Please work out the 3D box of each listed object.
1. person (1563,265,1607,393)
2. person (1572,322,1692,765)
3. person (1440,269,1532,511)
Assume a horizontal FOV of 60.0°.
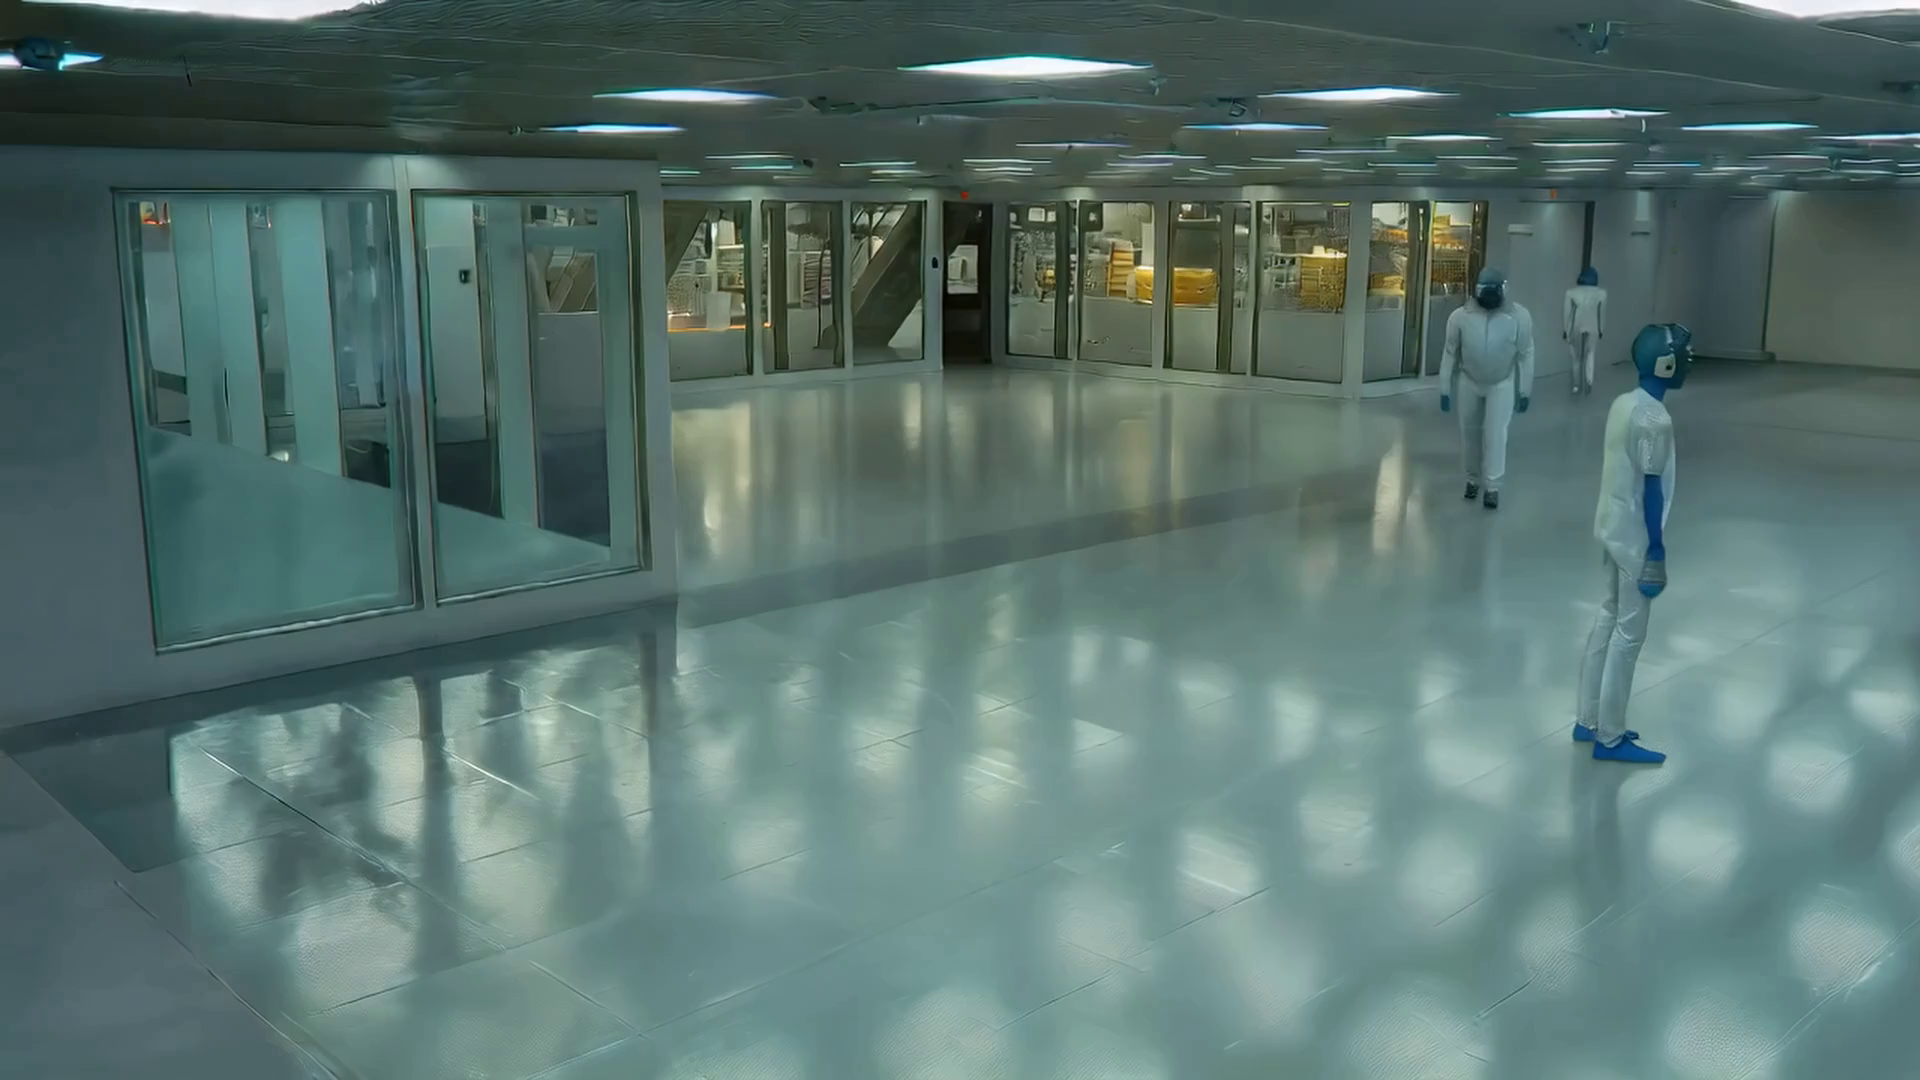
[{"bbox_3d":[7.846,-2.636,20.901,0.502,1.618,0.524,3,12,13],"label":"person"},{"bbox_3d":[2.851,0.018,7.018,0.328,1.861,0.506,0,11,2],"label":"person"},{"bbox_3d":[4.097,-1.178,13.005,0.673,1.850,1.011,5,12,22],"label":"person"}]
